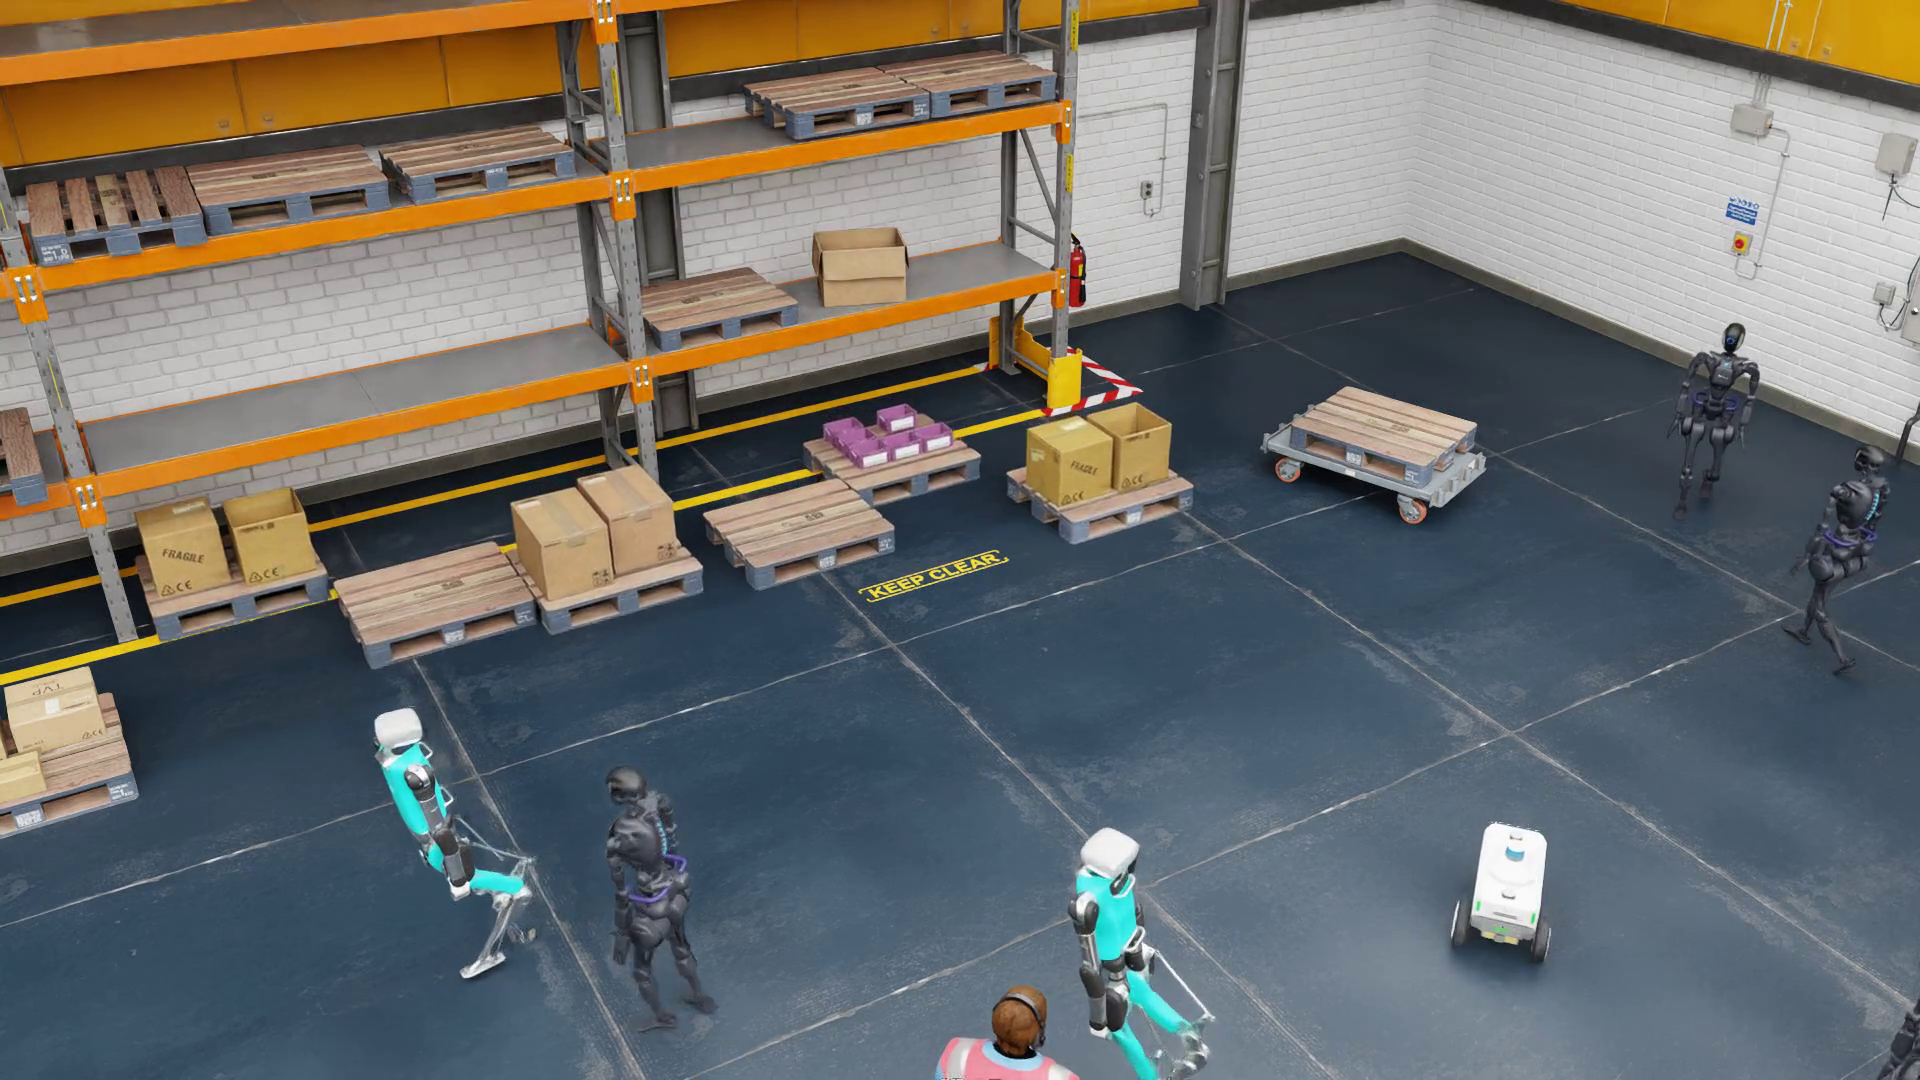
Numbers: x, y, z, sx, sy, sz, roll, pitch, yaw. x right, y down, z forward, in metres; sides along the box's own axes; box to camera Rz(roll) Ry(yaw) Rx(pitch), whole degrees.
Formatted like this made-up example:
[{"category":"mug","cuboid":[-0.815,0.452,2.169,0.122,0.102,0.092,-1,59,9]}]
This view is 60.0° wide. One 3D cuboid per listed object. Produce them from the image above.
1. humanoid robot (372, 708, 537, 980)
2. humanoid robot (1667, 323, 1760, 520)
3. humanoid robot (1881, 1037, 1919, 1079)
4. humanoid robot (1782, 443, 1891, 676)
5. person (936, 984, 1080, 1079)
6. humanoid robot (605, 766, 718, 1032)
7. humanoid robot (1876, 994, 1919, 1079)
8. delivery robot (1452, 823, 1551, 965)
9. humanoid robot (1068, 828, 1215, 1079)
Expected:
[{"category":"humanoid robot","cuboid":[-2.543,1.624,8.715,0.769,1.891,0.547,-22,36,-33]},{"category":"humanoid robot","cuboid":[6.013,-0.985,13.293,0.599,1.637,0.588,14,32,23]},{"category":"humanoid robot","cuboid":[4.773,2.064,7.883,0.404,1.649,0.599,20,35,31]},{"category":"humanoid robot","cuboid":[6.068,0.116,11.385,0.590,1.651,0.732,-11,31,-18]},{"category":"person","cuboid":[0.220,2.563,6.855,0.628,1.836,0.432,11,31,18]},{"category":"humanoid robot","cuboid":[-1.507,1.811,8.347,0.393,1.651,0.611,11,31,19]},{"category":"humanoid robot","cuboid":[4.307,2.428,7.273,0.735,1.622,0.609,-15,33,-25]},{"category":"delivery robot","cuboid":[3.045,1.946,9.251,0.499,0.606,0.807,10,31,18]},{"category":"humanoid robot","cuboid":[0.883,2.177,7.710,0.754,1.846,0.571,15,33,25]}]
